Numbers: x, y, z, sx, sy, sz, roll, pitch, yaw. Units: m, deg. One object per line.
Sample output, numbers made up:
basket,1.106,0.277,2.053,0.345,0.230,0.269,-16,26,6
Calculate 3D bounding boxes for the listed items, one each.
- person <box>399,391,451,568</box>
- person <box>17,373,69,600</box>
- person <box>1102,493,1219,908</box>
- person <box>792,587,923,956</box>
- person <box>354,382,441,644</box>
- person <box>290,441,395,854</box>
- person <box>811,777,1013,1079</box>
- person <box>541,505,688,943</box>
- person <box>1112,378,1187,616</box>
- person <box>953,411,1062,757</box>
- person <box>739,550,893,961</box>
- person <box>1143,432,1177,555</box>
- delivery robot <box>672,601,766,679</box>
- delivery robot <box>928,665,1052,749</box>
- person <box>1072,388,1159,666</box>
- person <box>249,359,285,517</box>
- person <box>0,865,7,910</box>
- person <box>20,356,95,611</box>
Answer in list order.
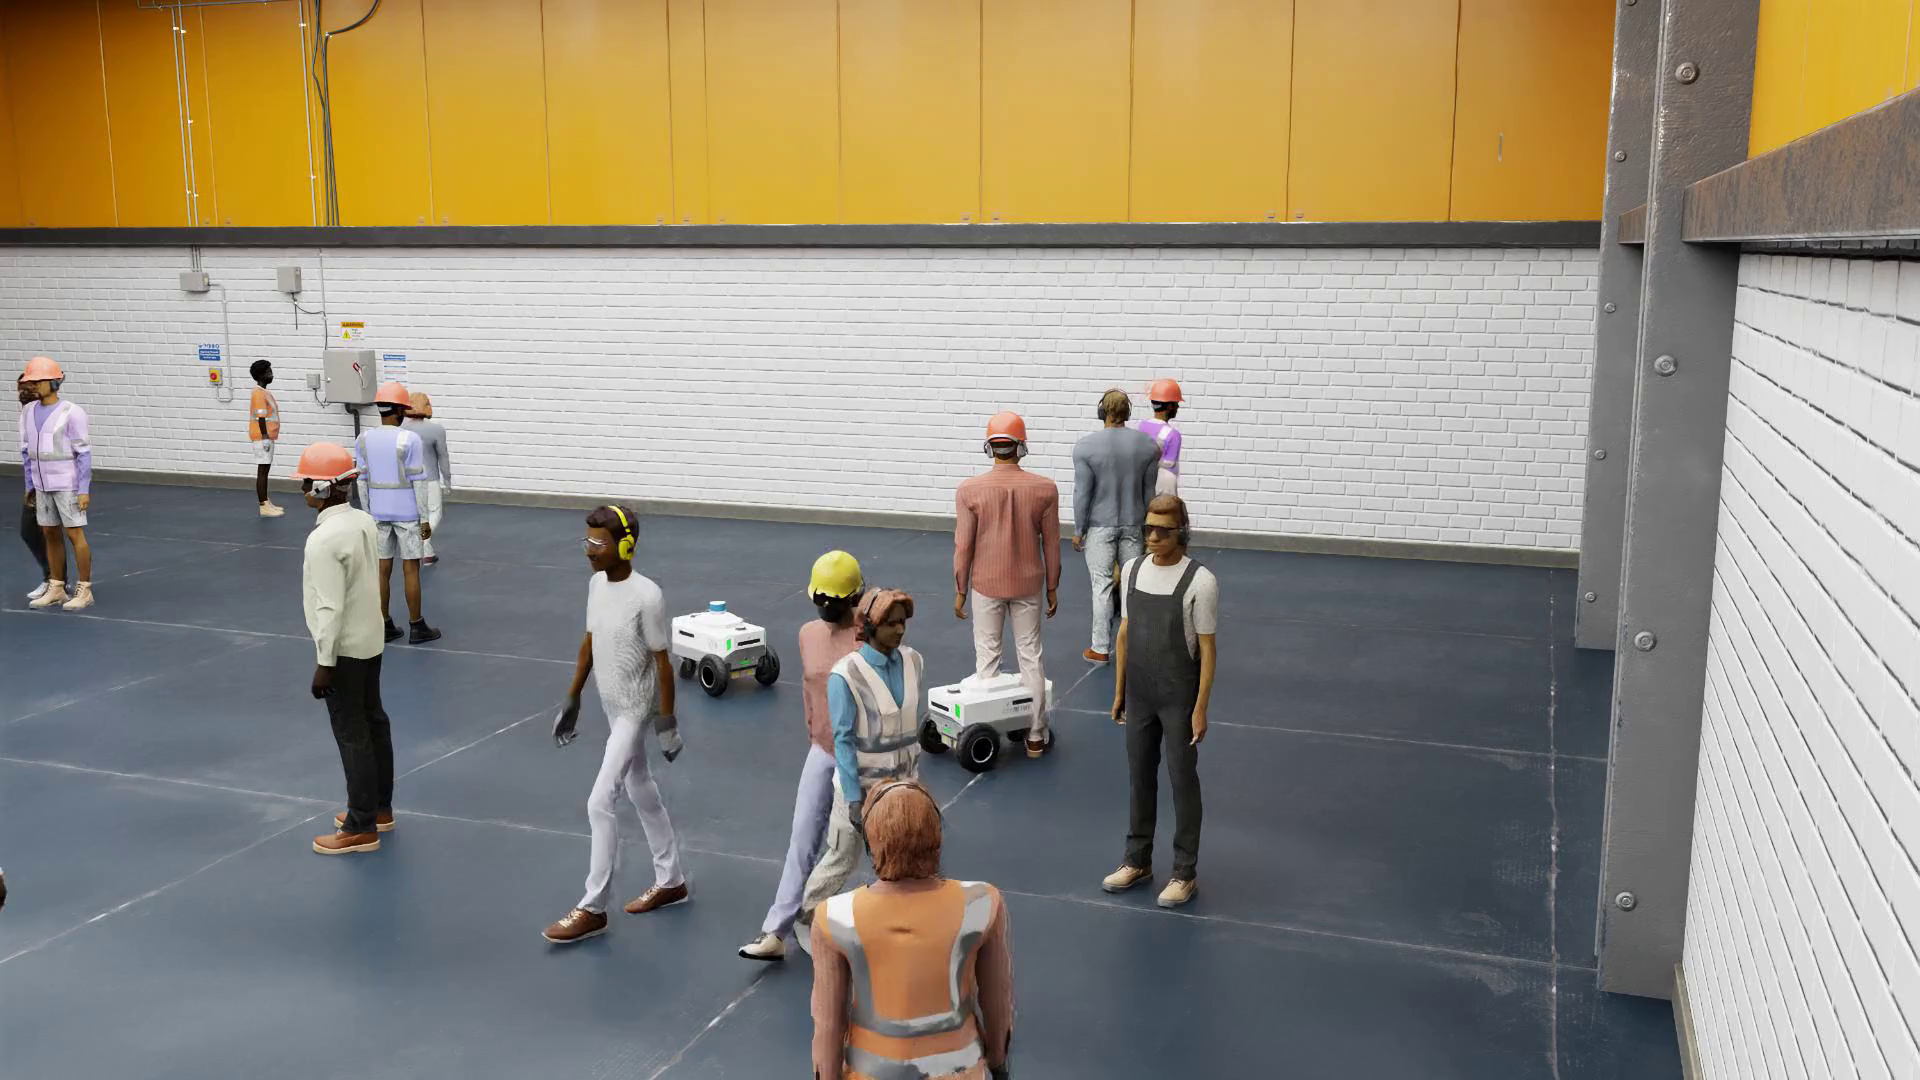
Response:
person,-4.875,-0.533,15.013,0.509,1.611,0.640,1,10,5
person,-7.475,-0.427,13.591,0.654,1.908,0.449,8,13,38
person,0.896,0.704,7.408,0.507,1.845,0.344,8,13,39
person,-0.367,0.959,6.651,0.843,1.599,0.504,10,14,43
person,-4.131,-0.192,12.222,0.543,1.928,0.372,2,10,13
person,-2.984,0.517,8.038,0.391,1.995,0.613,0,10,1
person,-0.116,1.394,4.211,0.513,1.599,0.842,0,10,-1
person,-1.537,0.768,7.090,0.857,1.832,0.536,-7,12,-34
person,1.528,-0.329,13.128,0.995,1.892,0.548,-7,12,-35
person,0.265,0.262,9.480,0.623,1.990,0.391,-2,10,-9
person,-0.501,0.885,6.797,0.513,1.705,0.909,7,12,33
person,1.303,0.043,11.754,0.516,1.622,0.301,9,13,41
delivery robot,-1.612,0.650,11.079,0.477,0.478,0.707,-9,14,-42
delivery robot,0.180,0.928,9.512,0.707,0.478,0.477,-7,12,-33
person,1.070,-0.085,11.585,0.629,1.940,0.376,-3,10,-16
person,-7.507,-1.098,17.972,0.321,1.697,0.529,-4,11,-20
person,-3.355,0.996,5.252,0.649,2.021,0.675,-1,10,-4
person,-7.243,-0.444,13.313,0.605,2.045,0.388,3,11,17
